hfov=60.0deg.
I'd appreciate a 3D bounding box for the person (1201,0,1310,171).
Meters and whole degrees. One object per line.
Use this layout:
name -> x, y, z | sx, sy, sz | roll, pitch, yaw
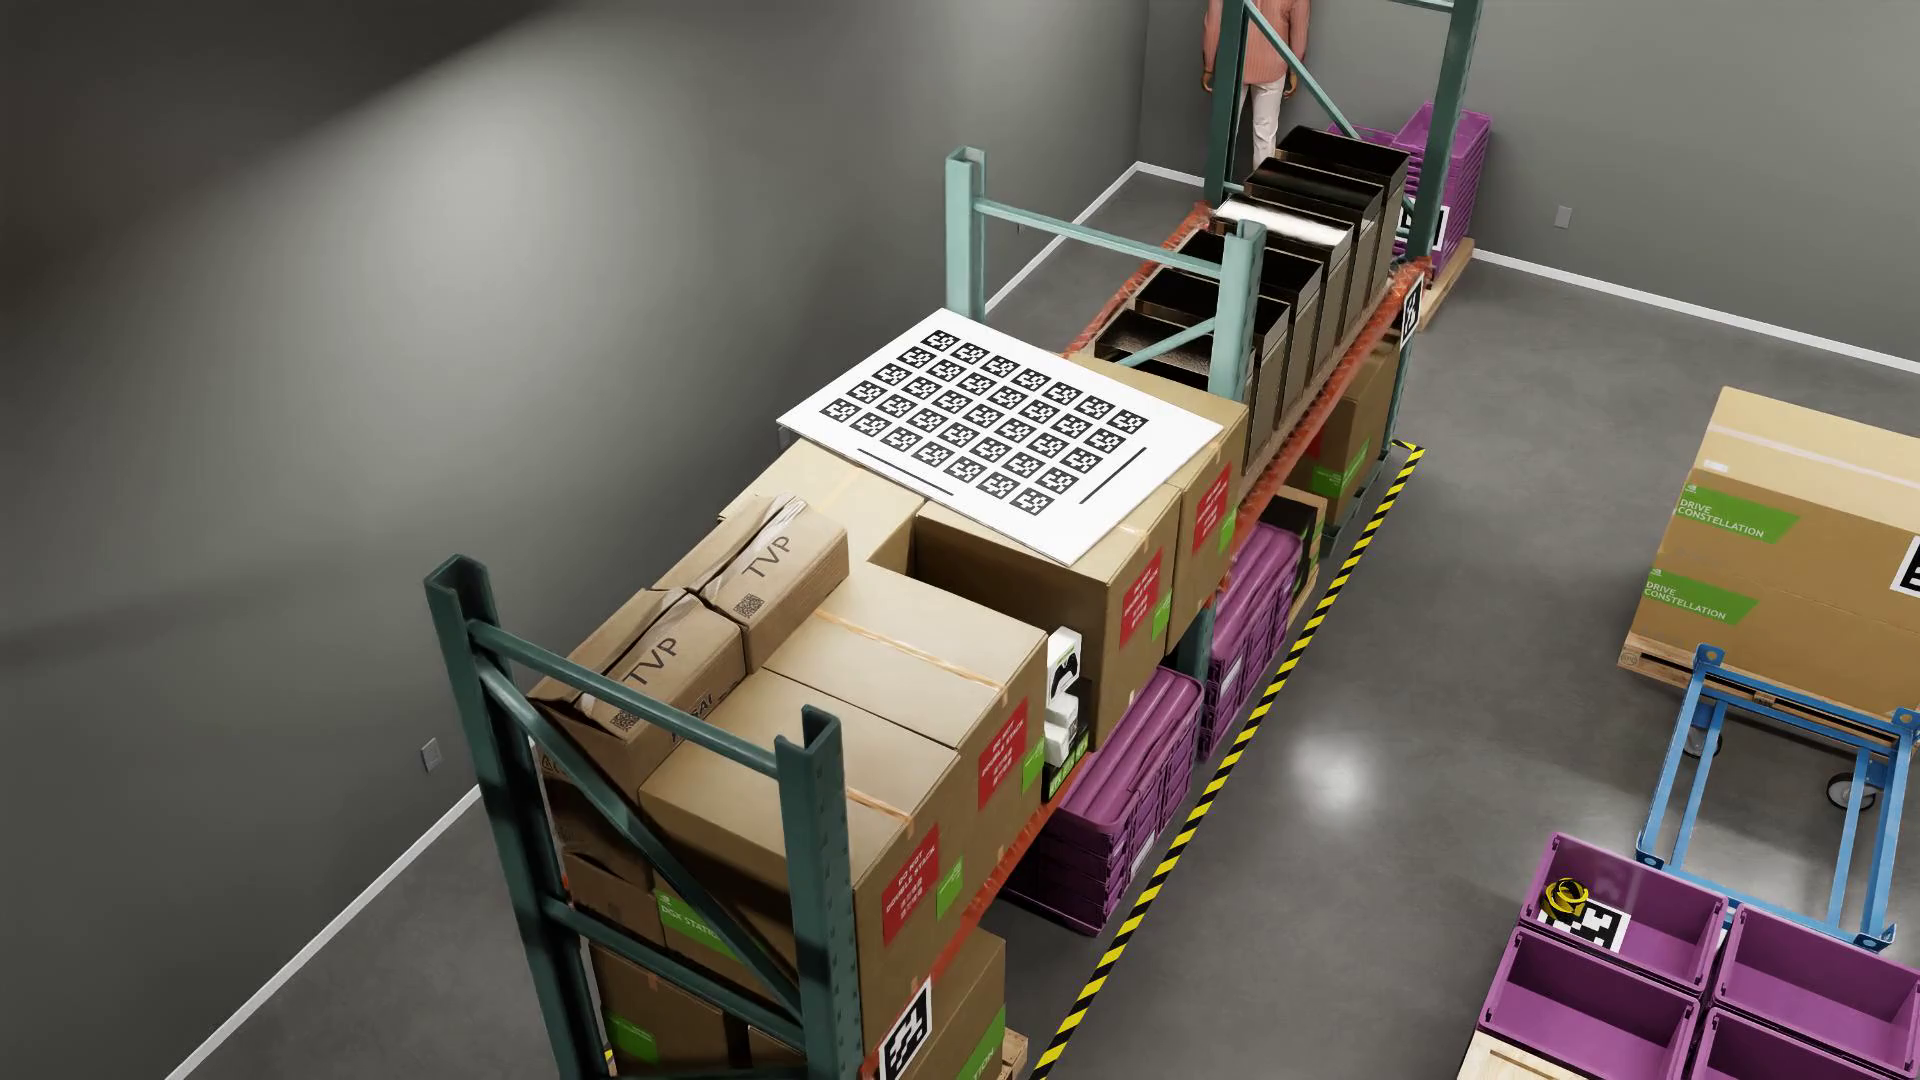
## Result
person -> 1.740, -2.830, 9.927 | 0.612, 1.995, 0.382 | 4, 40, 5
